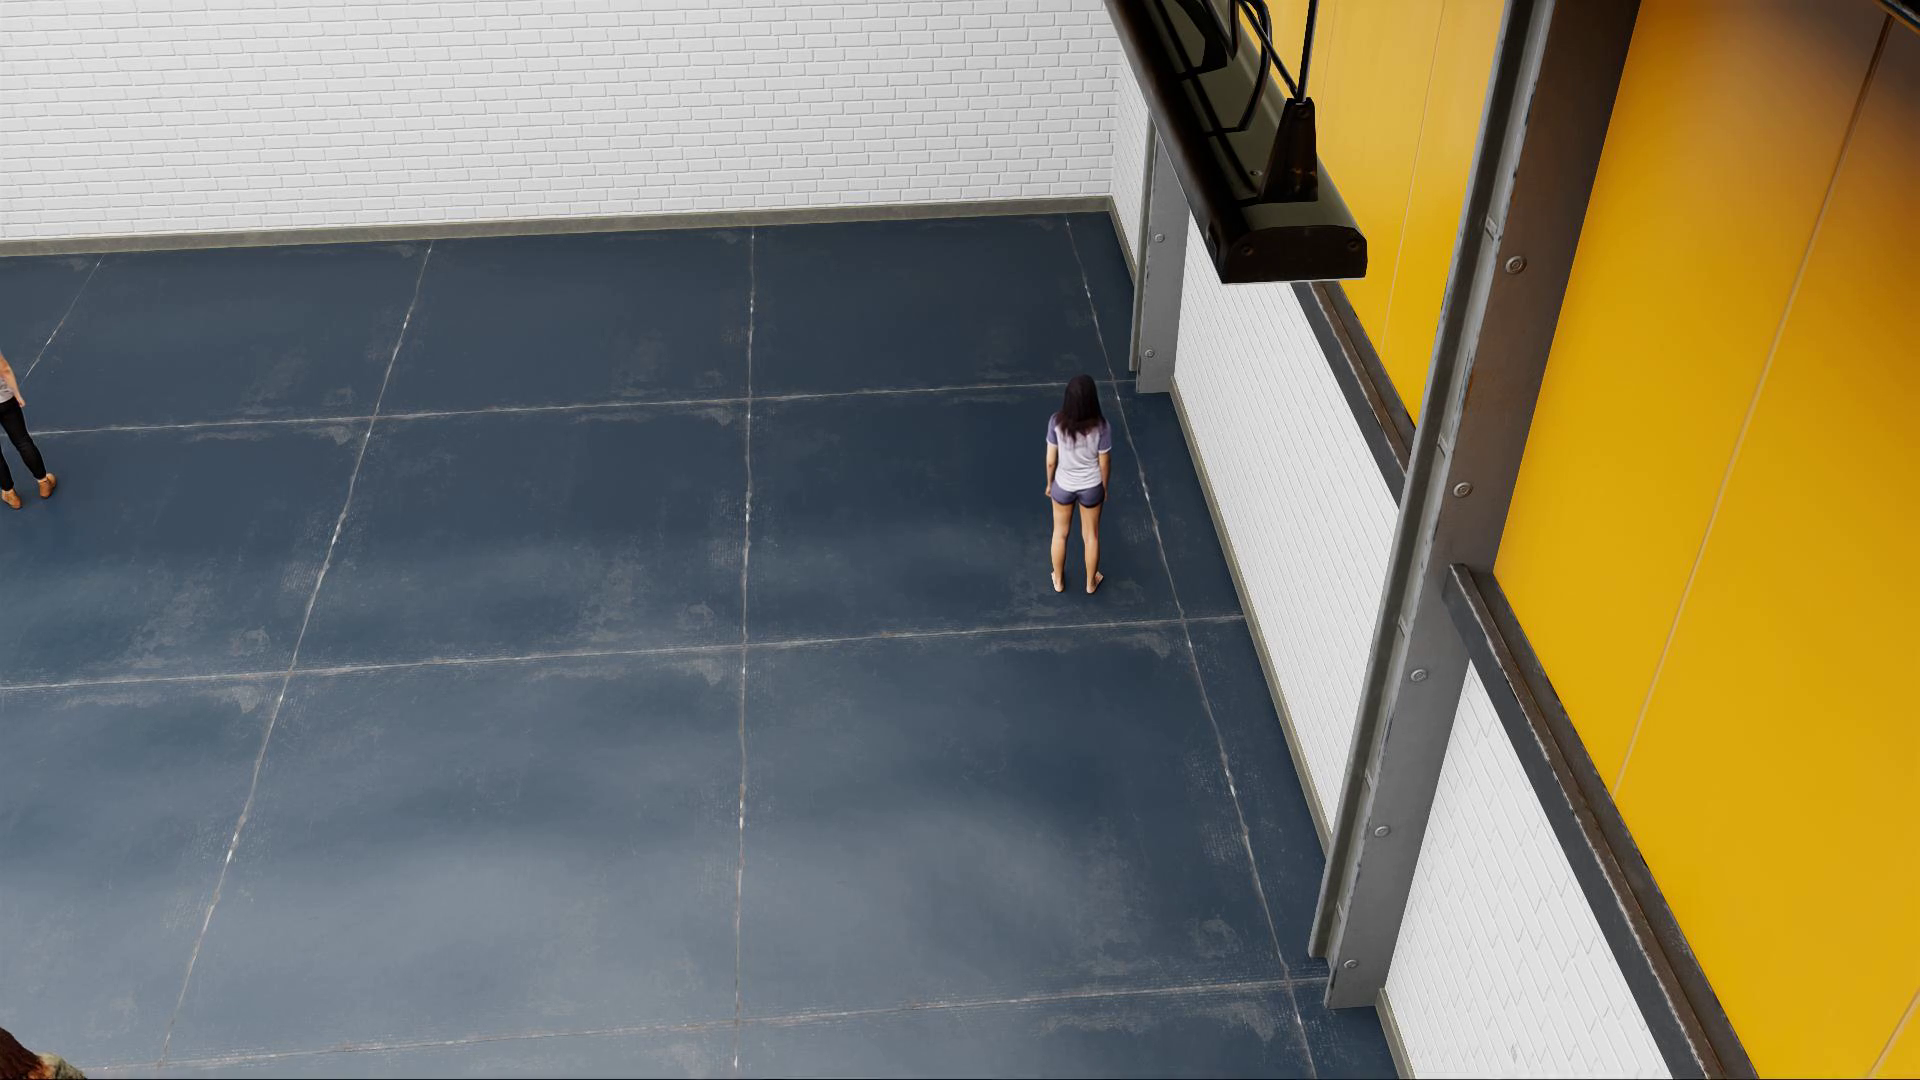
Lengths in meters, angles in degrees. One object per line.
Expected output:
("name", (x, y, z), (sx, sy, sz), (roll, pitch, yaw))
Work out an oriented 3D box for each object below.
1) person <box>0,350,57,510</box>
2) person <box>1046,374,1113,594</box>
("person", (-7.028, -1.005, 11.993), (0.684, 1.721, 0.675), (-21, 43, -24))
("person", (0.790, -0.364, 11.182), (0.635, 1.733, 0.598), (7, 39, 8))
